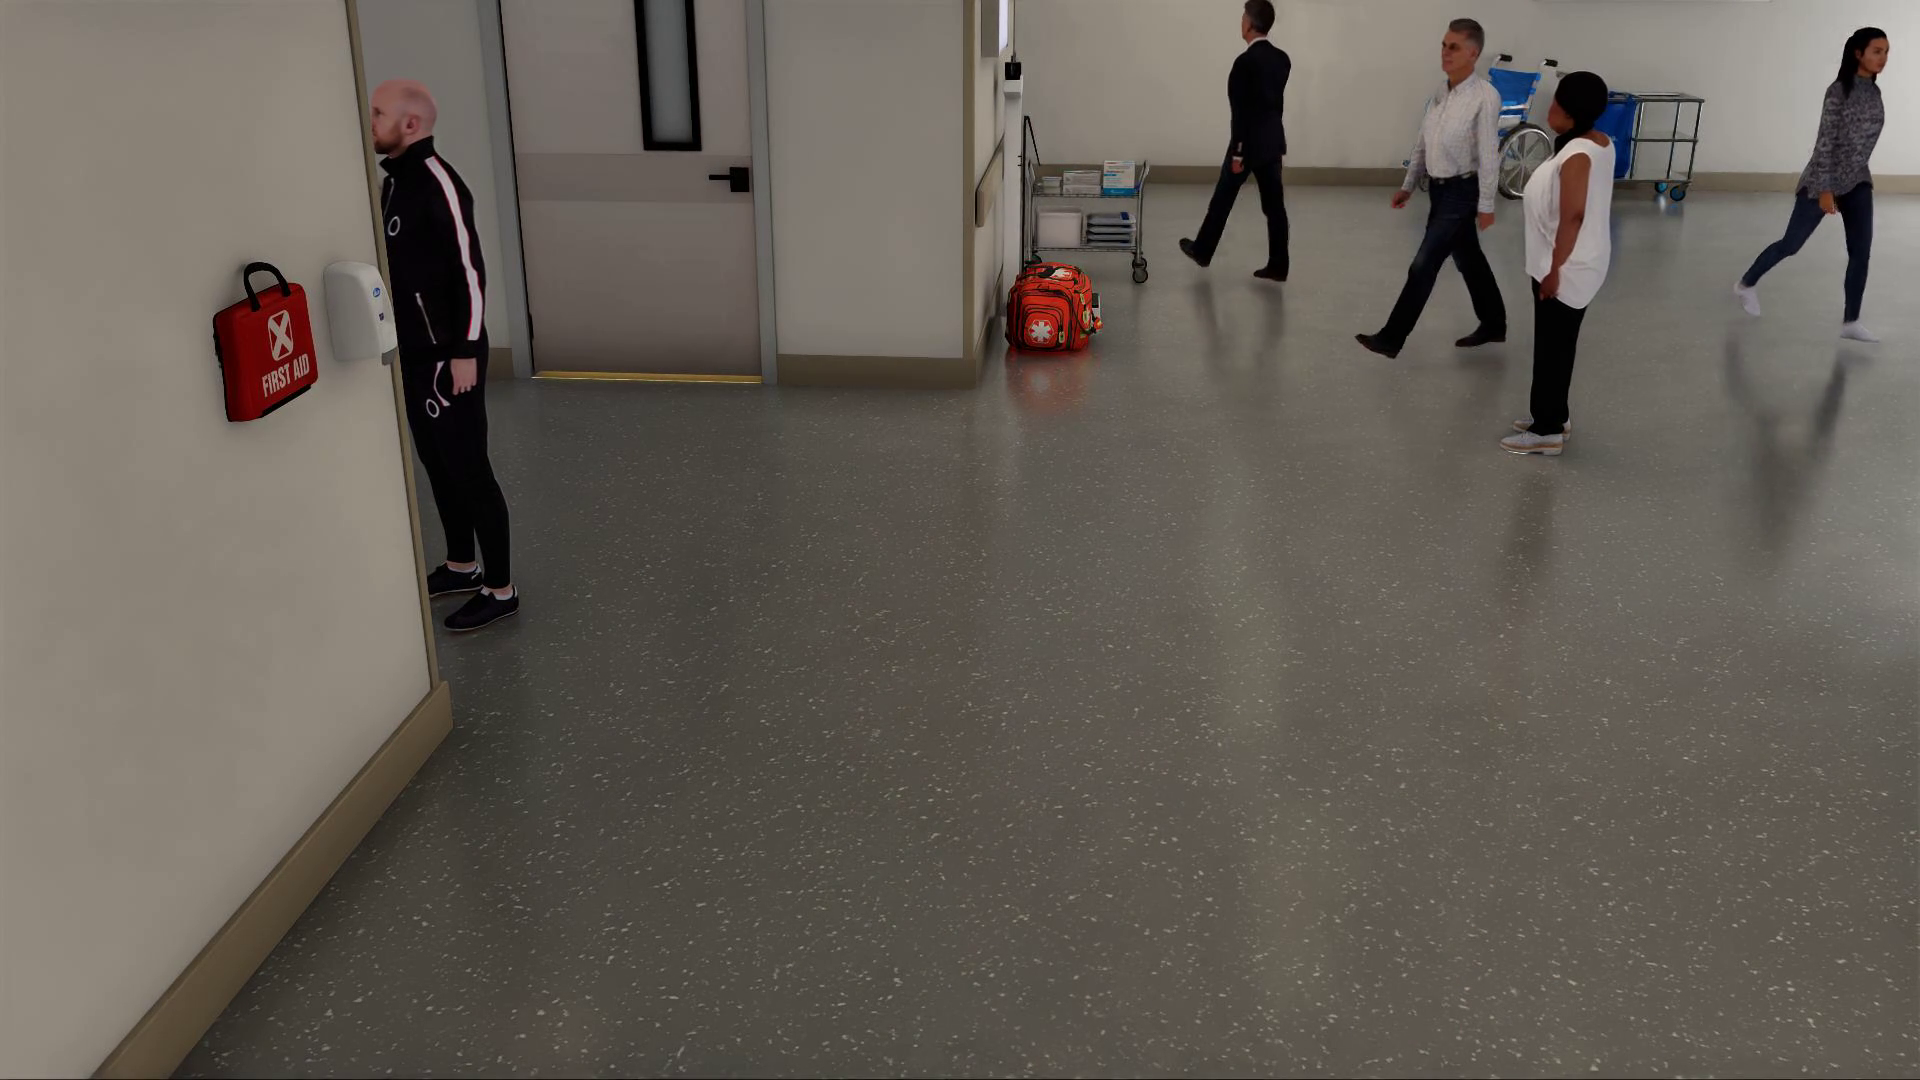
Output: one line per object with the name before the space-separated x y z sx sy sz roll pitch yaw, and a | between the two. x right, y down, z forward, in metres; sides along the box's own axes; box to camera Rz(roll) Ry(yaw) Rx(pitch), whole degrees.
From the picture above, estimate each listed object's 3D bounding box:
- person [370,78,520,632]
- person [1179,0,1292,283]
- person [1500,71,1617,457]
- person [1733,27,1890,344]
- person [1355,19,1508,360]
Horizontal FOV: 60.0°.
person | -1.743 -0.613 5.598 0.824 1.836 0.757 -16 26 -36
person | 1.975 -2.542 10.782 1.136 1.771 1.257 -13 25 -31
person | 2.689 -1.233 7.444 0.813 1.687 0.706 13 24 30
person | 4.905 -2.010 9.486 0.944 1.694 1.264 -7 22 -18
person | 2.724 -1.836 8.925 1.010 1.766 1.230 -6 22 -15
